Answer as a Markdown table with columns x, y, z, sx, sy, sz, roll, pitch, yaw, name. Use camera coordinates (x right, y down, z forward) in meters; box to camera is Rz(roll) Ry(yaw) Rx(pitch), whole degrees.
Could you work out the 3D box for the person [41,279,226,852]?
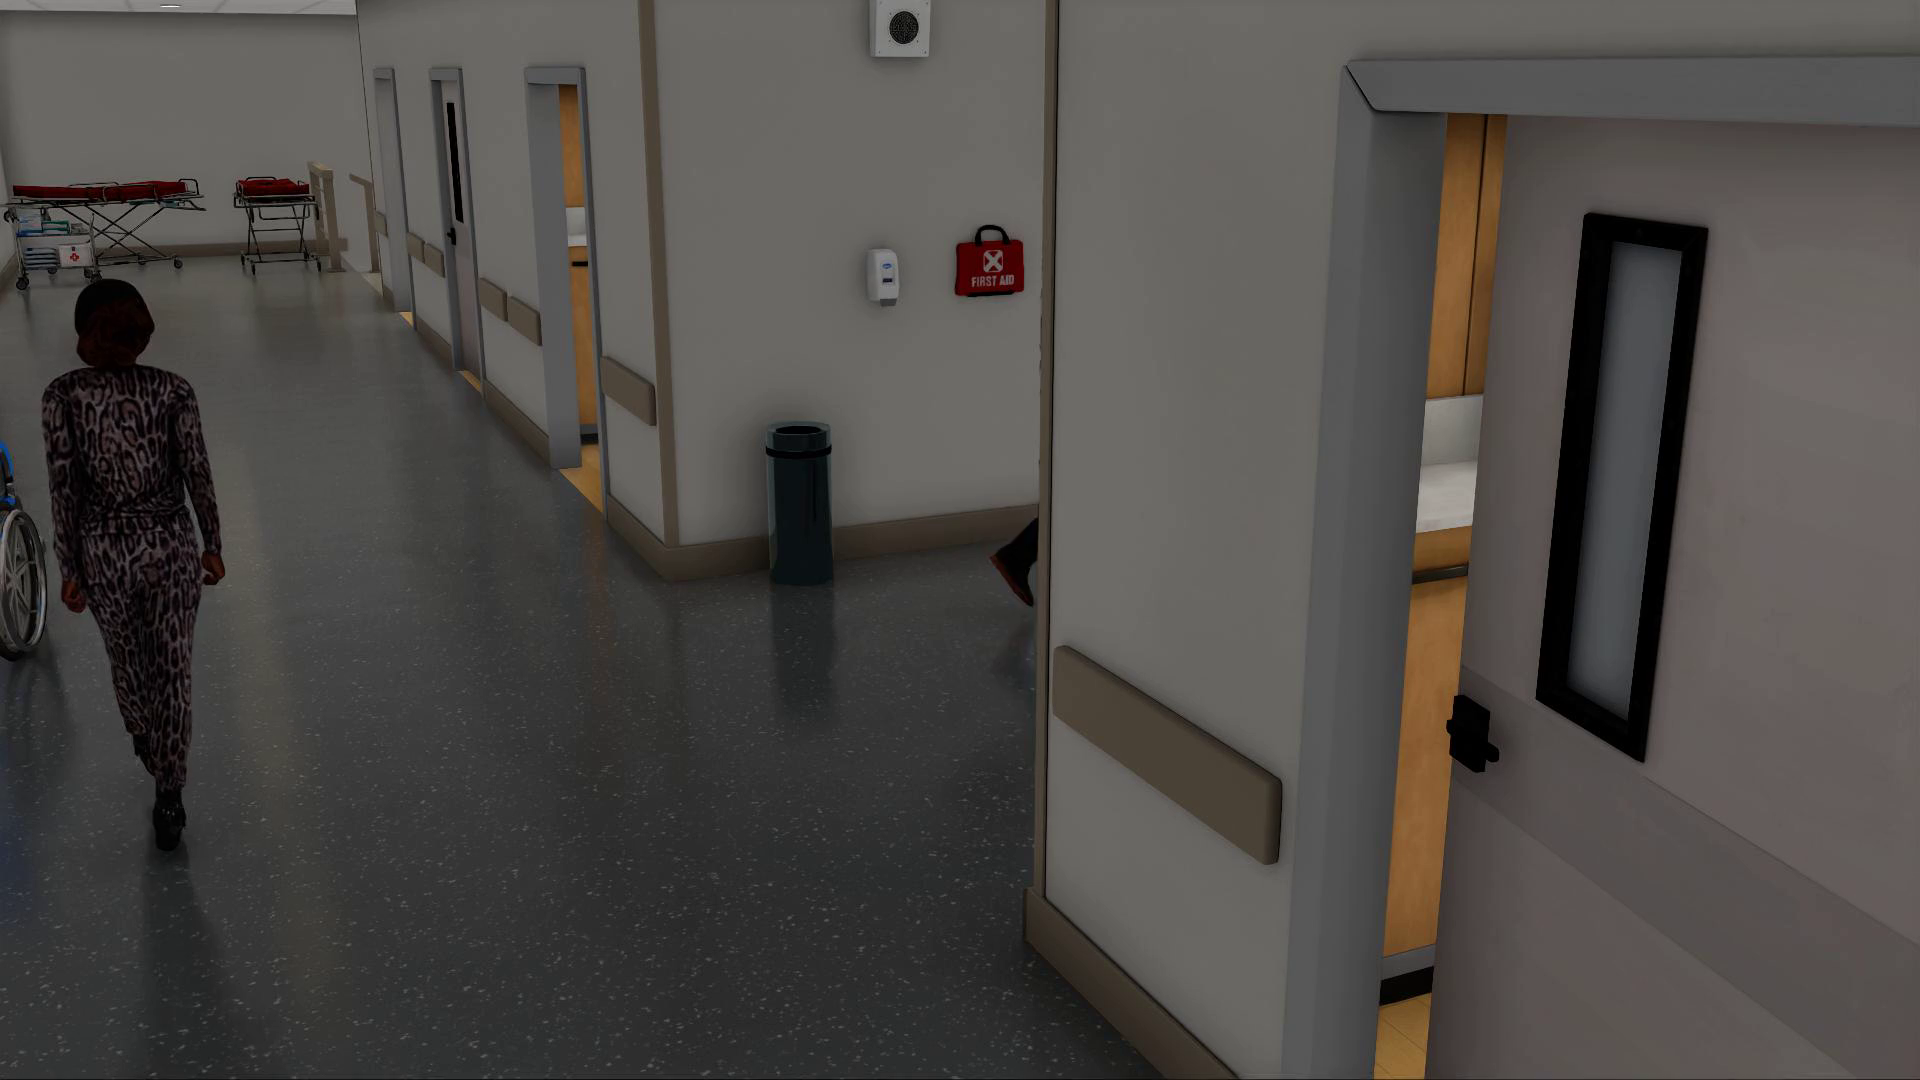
| x | y | z | sx | sy | sz | roll | pitch | yaw | name |
| --- | --- | --- | --- | --- | --- | --- | --- | --- | --- |
| -2.438 | 0.106 | 4.942 | 0.621 | 1.682 | 1.027 | -7 | 17 | -22 | person |
